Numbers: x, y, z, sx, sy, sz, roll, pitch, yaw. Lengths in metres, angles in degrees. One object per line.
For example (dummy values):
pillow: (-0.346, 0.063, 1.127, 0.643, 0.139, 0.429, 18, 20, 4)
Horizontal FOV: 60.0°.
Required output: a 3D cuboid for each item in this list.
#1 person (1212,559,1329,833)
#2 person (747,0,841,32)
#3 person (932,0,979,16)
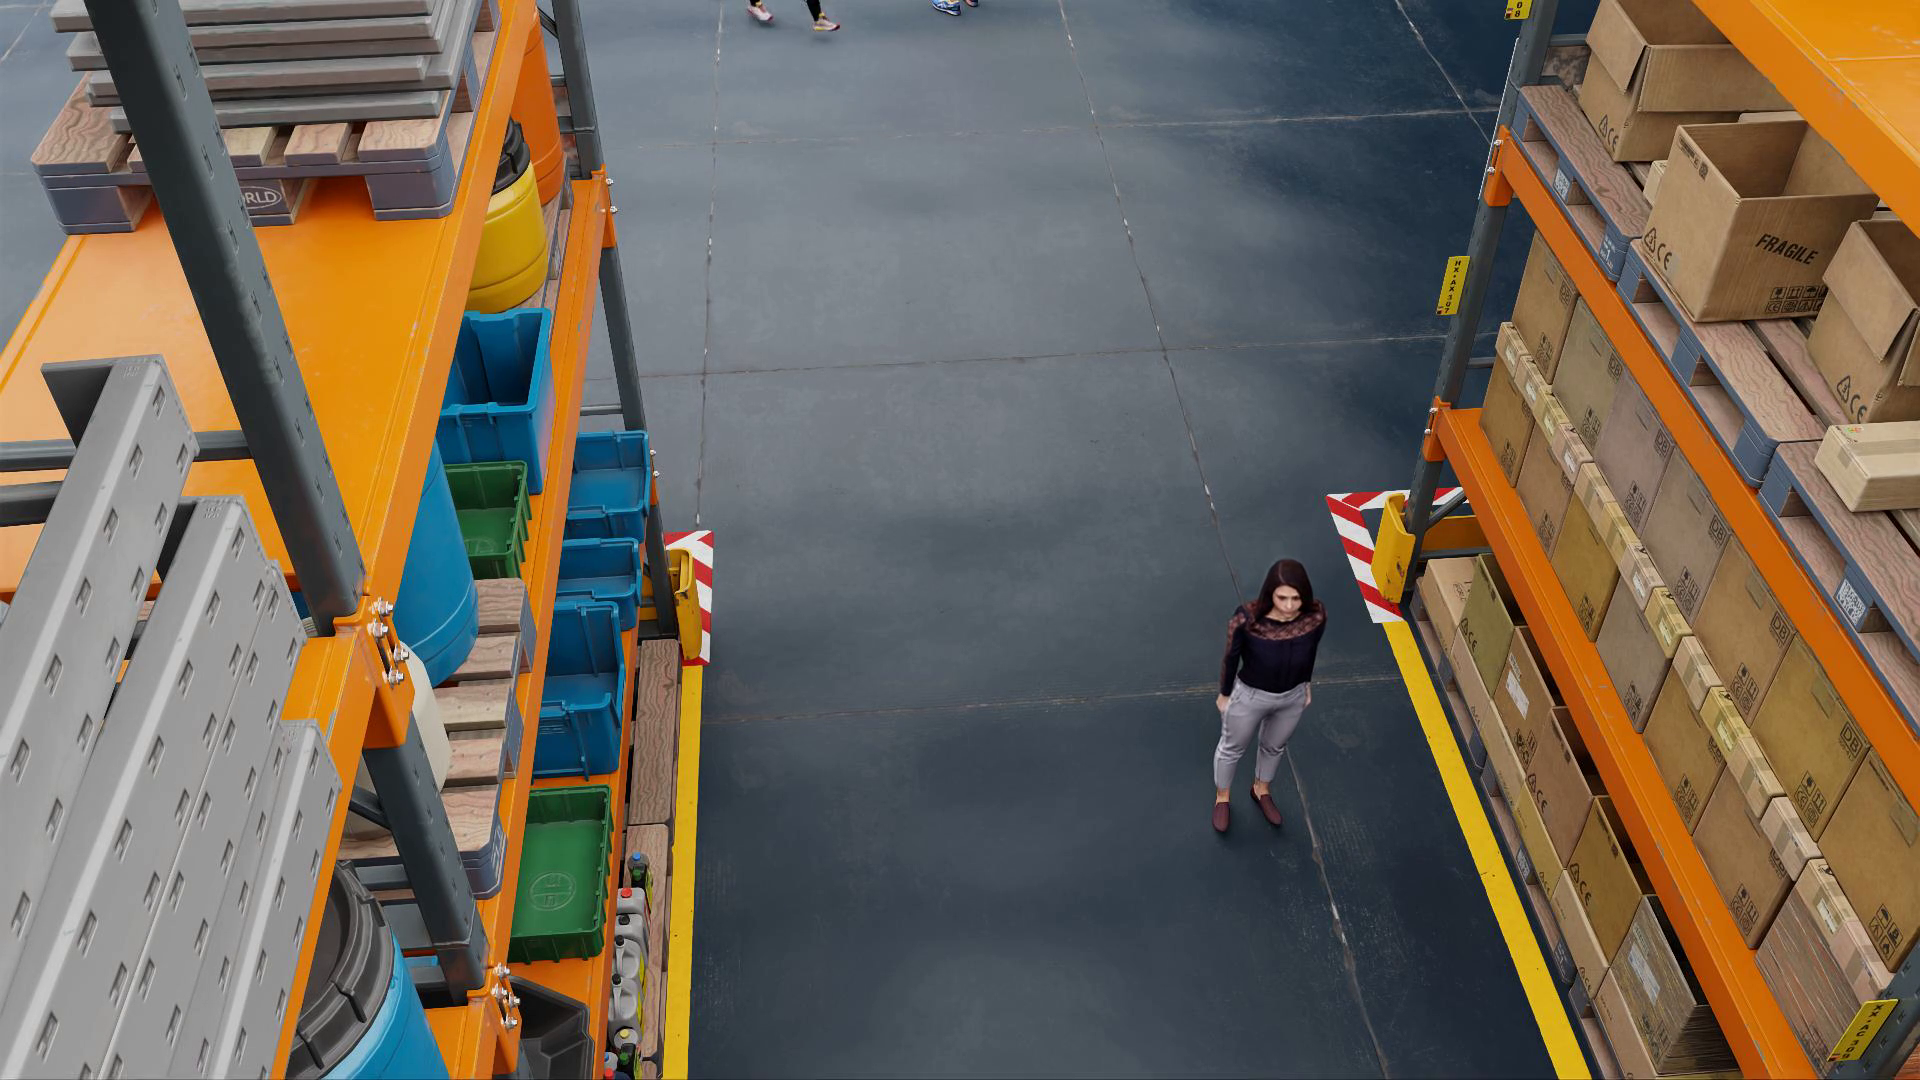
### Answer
person: (1.394, 0.716, 7.541, 0.607, 1.608, 0.527, -6, 43, -6)
person: (-1.571, -5.089, 13.852, 1.211, 1.717, 1.147, 29, 50, 28)
person: (-0.012, -5.417, 14.100, 0.707, 1.869, 0.745, -31, 51, -30)
